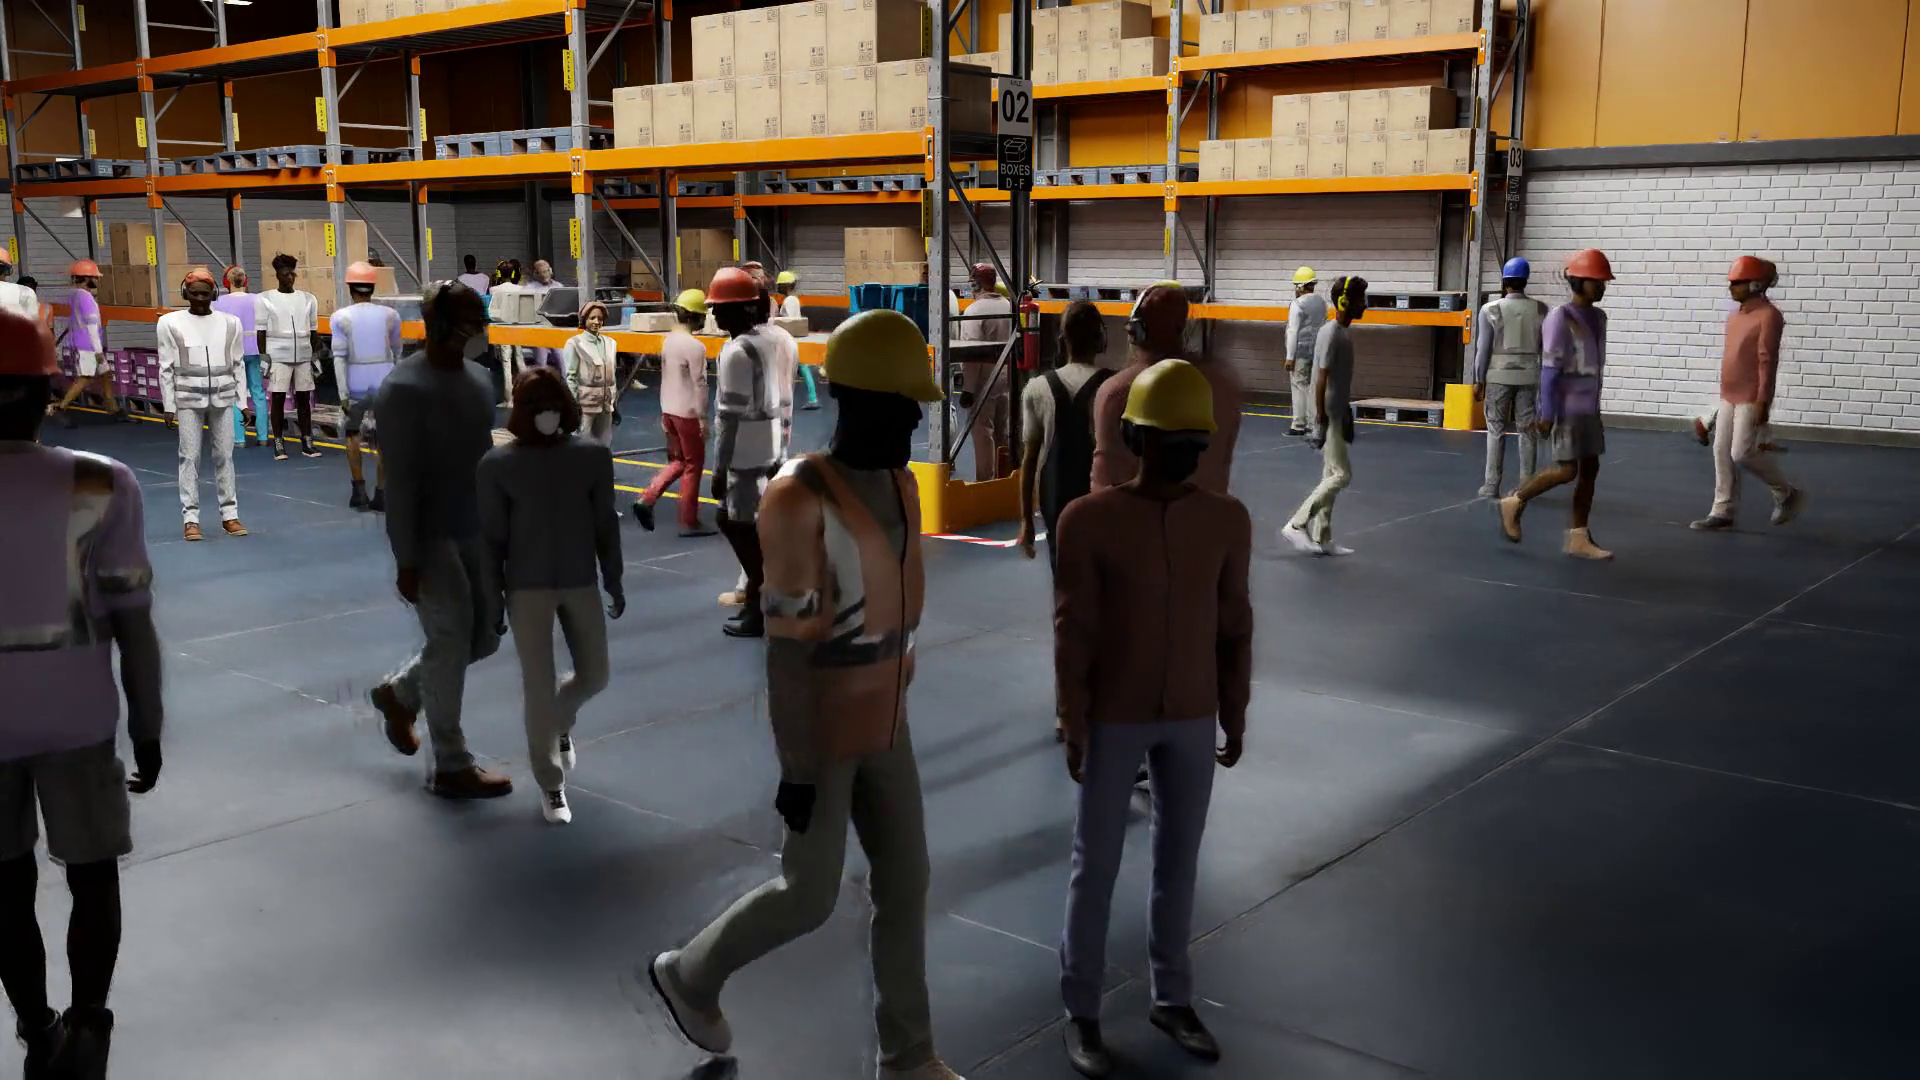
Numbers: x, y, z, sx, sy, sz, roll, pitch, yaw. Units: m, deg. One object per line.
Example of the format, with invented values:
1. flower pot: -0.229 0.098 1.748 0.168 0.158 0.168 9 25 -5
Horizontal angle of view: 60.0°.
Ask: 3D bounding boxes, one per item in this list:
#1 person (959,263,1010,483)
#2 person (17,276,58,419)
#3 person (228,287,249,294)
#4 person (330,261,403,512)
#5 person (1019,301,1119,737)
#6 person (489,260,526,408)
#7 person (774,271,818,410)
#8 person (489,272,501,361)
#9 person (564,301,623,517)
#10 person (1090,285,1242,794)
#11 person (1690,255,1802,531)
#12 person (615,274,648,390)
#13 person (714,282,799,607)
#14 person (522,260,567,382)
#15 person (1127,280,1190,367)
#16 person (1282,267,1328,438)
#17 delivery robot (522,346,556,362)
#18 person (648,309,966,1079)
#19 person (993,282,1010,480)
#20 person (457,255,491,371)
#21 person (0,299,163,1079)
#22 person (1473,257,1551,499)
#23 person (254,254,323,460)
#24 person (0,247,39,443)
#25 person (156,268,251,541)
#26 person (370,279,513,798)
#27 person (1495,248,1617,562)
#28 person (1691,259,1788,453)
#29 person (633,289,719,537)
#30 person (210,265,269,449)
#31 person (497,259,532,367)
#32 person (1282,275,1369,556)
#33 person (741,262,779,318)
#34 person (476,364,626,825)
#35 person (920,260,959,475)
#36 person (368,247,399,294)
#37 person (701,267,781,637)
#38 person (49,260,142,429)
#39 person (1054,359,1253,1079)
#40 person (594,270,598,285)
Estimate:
1. person: 0.192 -1.240 13.231 0.401 1.904 0.646 7 12 34
2. person: -10.853 -2.234 19.478 0.318 1.697 0.536 9 13 41
3. person: -9.633 -2.698 22.291 0.500 1.636 0.282 -6 11 -29
4. person: -4.567 -1.180 12.837 0.555 1.917 0.566 -6 12 -30
5. person: 0.538 -0.114 7.130 0.520 1.794 0.952 4 11 21
6. person: -5.724 -2.598 21.056 0.521 1.873 0.336 -9 14 -43
7. person: -2.179 -2.477 20.763 0.877 1.720 0.545 2 10 9
8. person: -8.322 -4.018 29.900 0.514 1.613 0.611 -7 12 -34
9. person: -2.725 -0.953 12.362 0.314 1.636 0.515 6 12 31
10. person: 0.694 0.023 6.077 0.659 1.885 0.453 -6 11 -29
11. person: 5.611 -1.021 11.784 0.626 1.973 0.630 -1 10 -5
12. person: -4.878 -2.984 23.880 0.861 1.653 0.533 3 11 18
13. person: -1.174 -0.540 9.429 0.429 1.844 0.623 5 11 26
14. person: -5.186 -2.599 21.101 0.667 1.856 0.957 -8 13 -37
15. person: 1.558 -1.149 13.095 0.420 1.784 0.686 -6 11 -30
16. person: 3.684 -2.002 17.816 0.404 1.824 0.586 10 14 44
17. delivery robot: -7.114 -3.240 28.190 0.707 0.478 0.477 4 11 20
18. person: -0.347 0.403 3.912 0.788 1.902 0.606 5 11 28
19. person: 0.324 -1.270 13.860 0.300 1.742 0.493 -6 11 -29
20. person: -7.895 -3.673 27.057 0.395 1.915 0.587 8 13 40
21. person: -2.100 0.426 3.744 0.552 1.917 0.749 -4 11 -23
22. person: 4.464 -1.303 13.463 0.615 1.945 0.404 0 10 1
23. person: -6.453 -1.761 16.018 0.607 1.967 0.367 -9 13 -40
24. person: -8.945 -1.722 15.577 0.615 2.042 0.372 -8 13 -40
25. person: -5.260 -0.946 11.604 0.573 1.887 0.355 -8 13 -37
26. person: -1.978 -0.007 6.181 0.618 1.916 0.657 4 11 19
27. person: 3.952 -0.879 10.854 0.610 2.027 0.692 -8 13 -39
28. person: 7.787 -1.813 16.469 0.827 1.920 0.637 5 11 27
29. person: -1.948 -0.861 11.513 0.519 1.744 0.536 -7 12 -35
30. person: -7.244 -1.838 16.788 0.389 1.850 0.567 8 13 39
31. person: -7.580 -3.868 28.379 0.622 1.843 0.429 -3 10 -16
32. person: 2.430 -0.793 10.854 0.398 1.849 0.569 3 11 19
33. person: -1.896 -1.592 15.259 0.651 1.900 0.399 -8 13 -38
34. person: -1.481 0.174 5.977 0.510 1.621 0.485 -6 12 -30
35. person: -0.184 -1.542 14.851 0.354 1.938 0.635 1 10 7
36. person: -8.354 -3.143 23.675 0.685 2.000 0.535 5 11 27
37. person: -1.147 -0.434 8.588 0.479 1.920 0.573 2 10 10
38. person: -9.841 -2.203 18.742 0.947 1.901 0.557 -7 12 -33
39. person: 0.477 0.439 4.088 0.526 1.765 0.338 -3 10 -17
40. person: -4.800 -2.605 21.358 0.632 1.777 0.791 -8 13 -40
